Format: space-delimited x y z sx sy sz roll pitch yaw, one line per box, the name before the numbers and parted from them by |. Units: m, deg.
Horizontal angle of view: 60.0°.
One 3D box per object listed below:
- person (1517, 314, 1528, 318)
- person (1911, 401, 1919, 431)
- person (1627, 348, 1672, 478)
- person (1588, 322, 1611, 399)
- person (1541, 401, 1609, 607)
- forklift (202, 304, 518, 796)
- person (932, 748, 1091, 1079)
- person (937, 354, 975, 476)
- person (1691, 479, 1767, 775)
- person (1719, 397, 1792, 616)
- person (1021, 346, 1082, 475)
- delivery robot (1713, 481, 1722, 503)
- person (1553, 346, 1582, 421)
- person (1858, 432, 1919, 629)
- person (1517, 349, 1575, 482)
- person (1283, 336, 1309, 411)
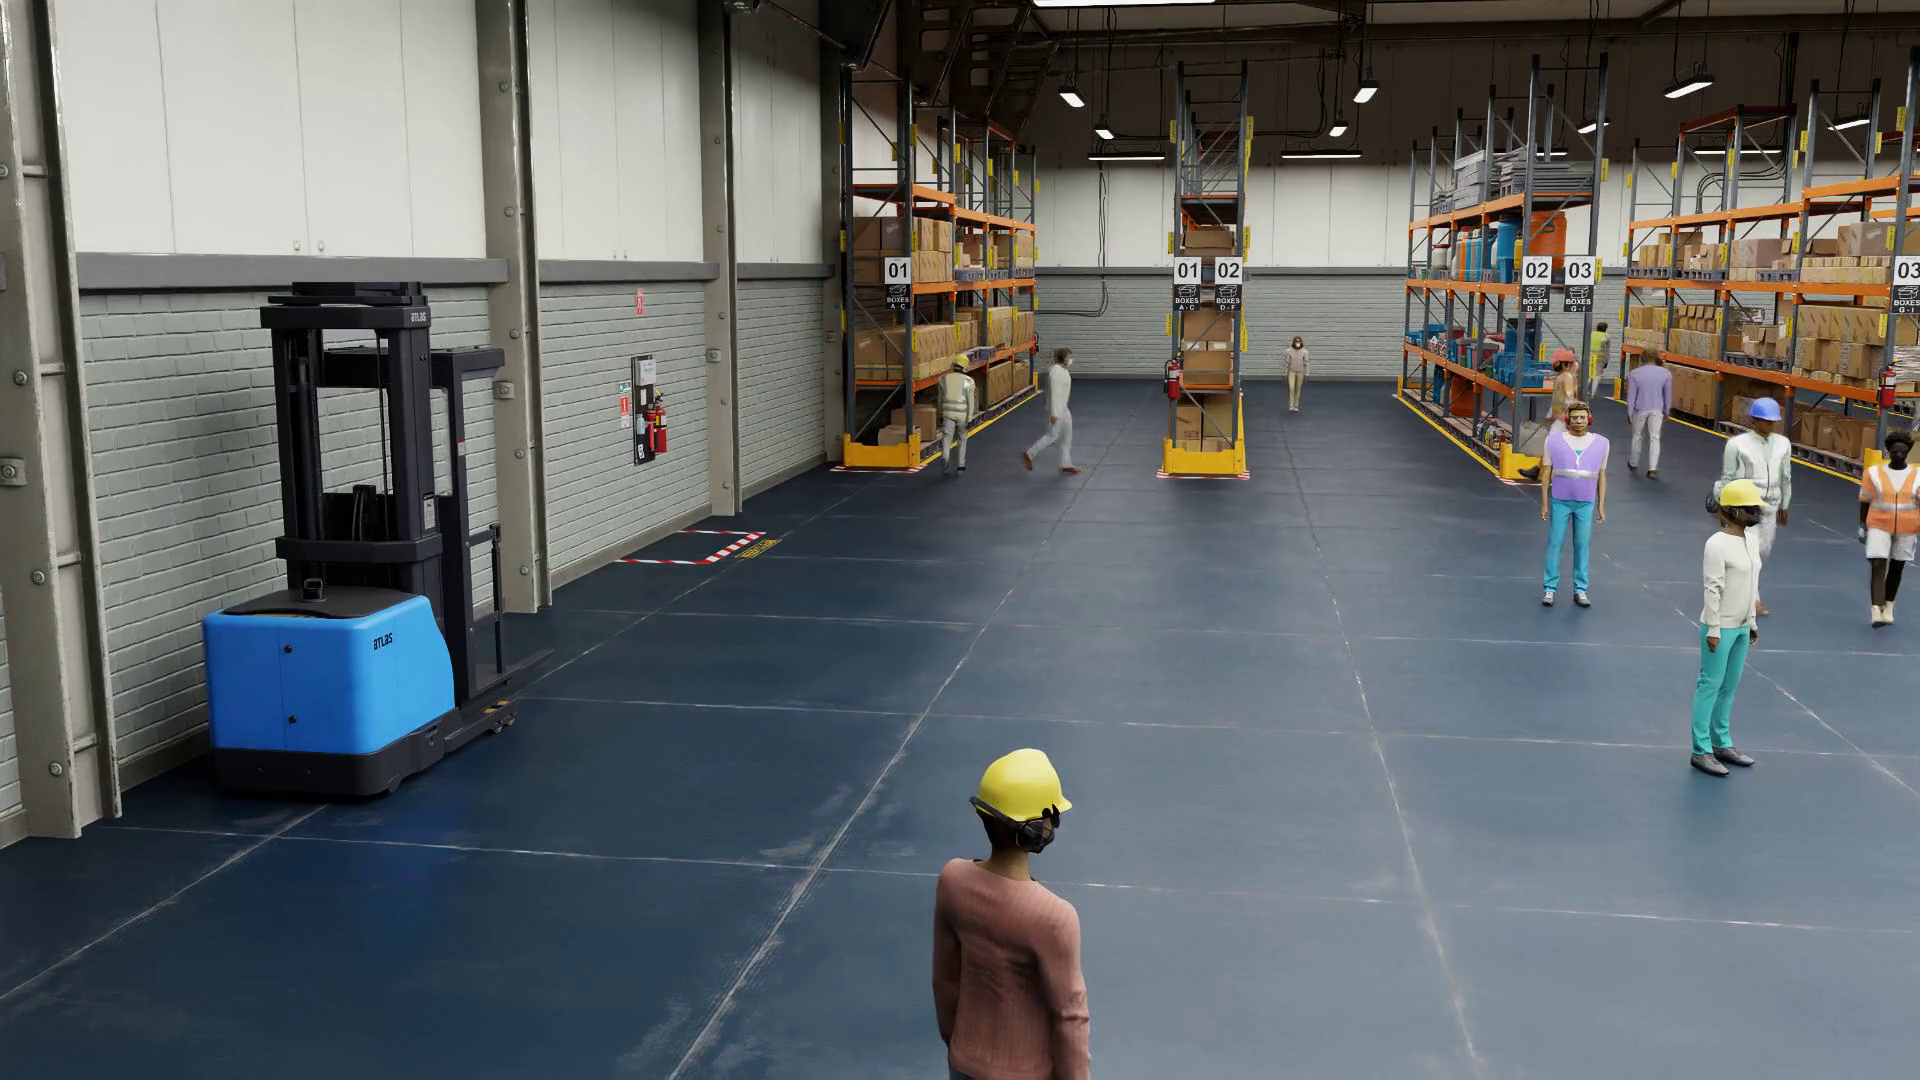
person | 13.641 -4.514 40.380 0.615 1.986 0.407 -4 10 -21
person | 16.658 -2.436 28.644 0.498 1.632 0.285 1 9 4
person | 10.120 -1.881 24.465 0.654 1.878 1.044 2 9 11
person | 15.000 -4.227 39.145 0.648 1.819 0.433 8 12 39
person | 5.536 -0.333 15.017 0.564 1.846 0.390 2 9 11
forklift | -3.673 -0.038 10.147 1.129 2.768 1.873 1 9 9
person | 0.150 1.420 4.453 0.310 1.768 0.533 -8 12 -42
person | -0.076 -1.845 24.524 0.588 1.796 0.862 2 9 11
person | 4.652 0.513 10.040 0.524 1.772 0.301 -7 12 -38
person | 7.018 -0.328 14.778 0.616 1.916 0.826 -1 9 -8
person | 1.373 -1.922 24.671 0.815 1.912 0.635 3 10 17
delivery robot | 9.732 -0.640 20.723 0.707 0.478 0.477 -6 11 -33
person | 11.333 -2.824 31.124 0.526 1.612 0.770 1 9 8
person | 7.851 -0.074 13.972 0.550 1.649 0.845 4 10 22
person | 8.508 -1.766 23.691 0.995 1.889 0.546 3 10 16
person | 7.183 -3.530 35.455 0.527 1.597 0.777 1 9 5
